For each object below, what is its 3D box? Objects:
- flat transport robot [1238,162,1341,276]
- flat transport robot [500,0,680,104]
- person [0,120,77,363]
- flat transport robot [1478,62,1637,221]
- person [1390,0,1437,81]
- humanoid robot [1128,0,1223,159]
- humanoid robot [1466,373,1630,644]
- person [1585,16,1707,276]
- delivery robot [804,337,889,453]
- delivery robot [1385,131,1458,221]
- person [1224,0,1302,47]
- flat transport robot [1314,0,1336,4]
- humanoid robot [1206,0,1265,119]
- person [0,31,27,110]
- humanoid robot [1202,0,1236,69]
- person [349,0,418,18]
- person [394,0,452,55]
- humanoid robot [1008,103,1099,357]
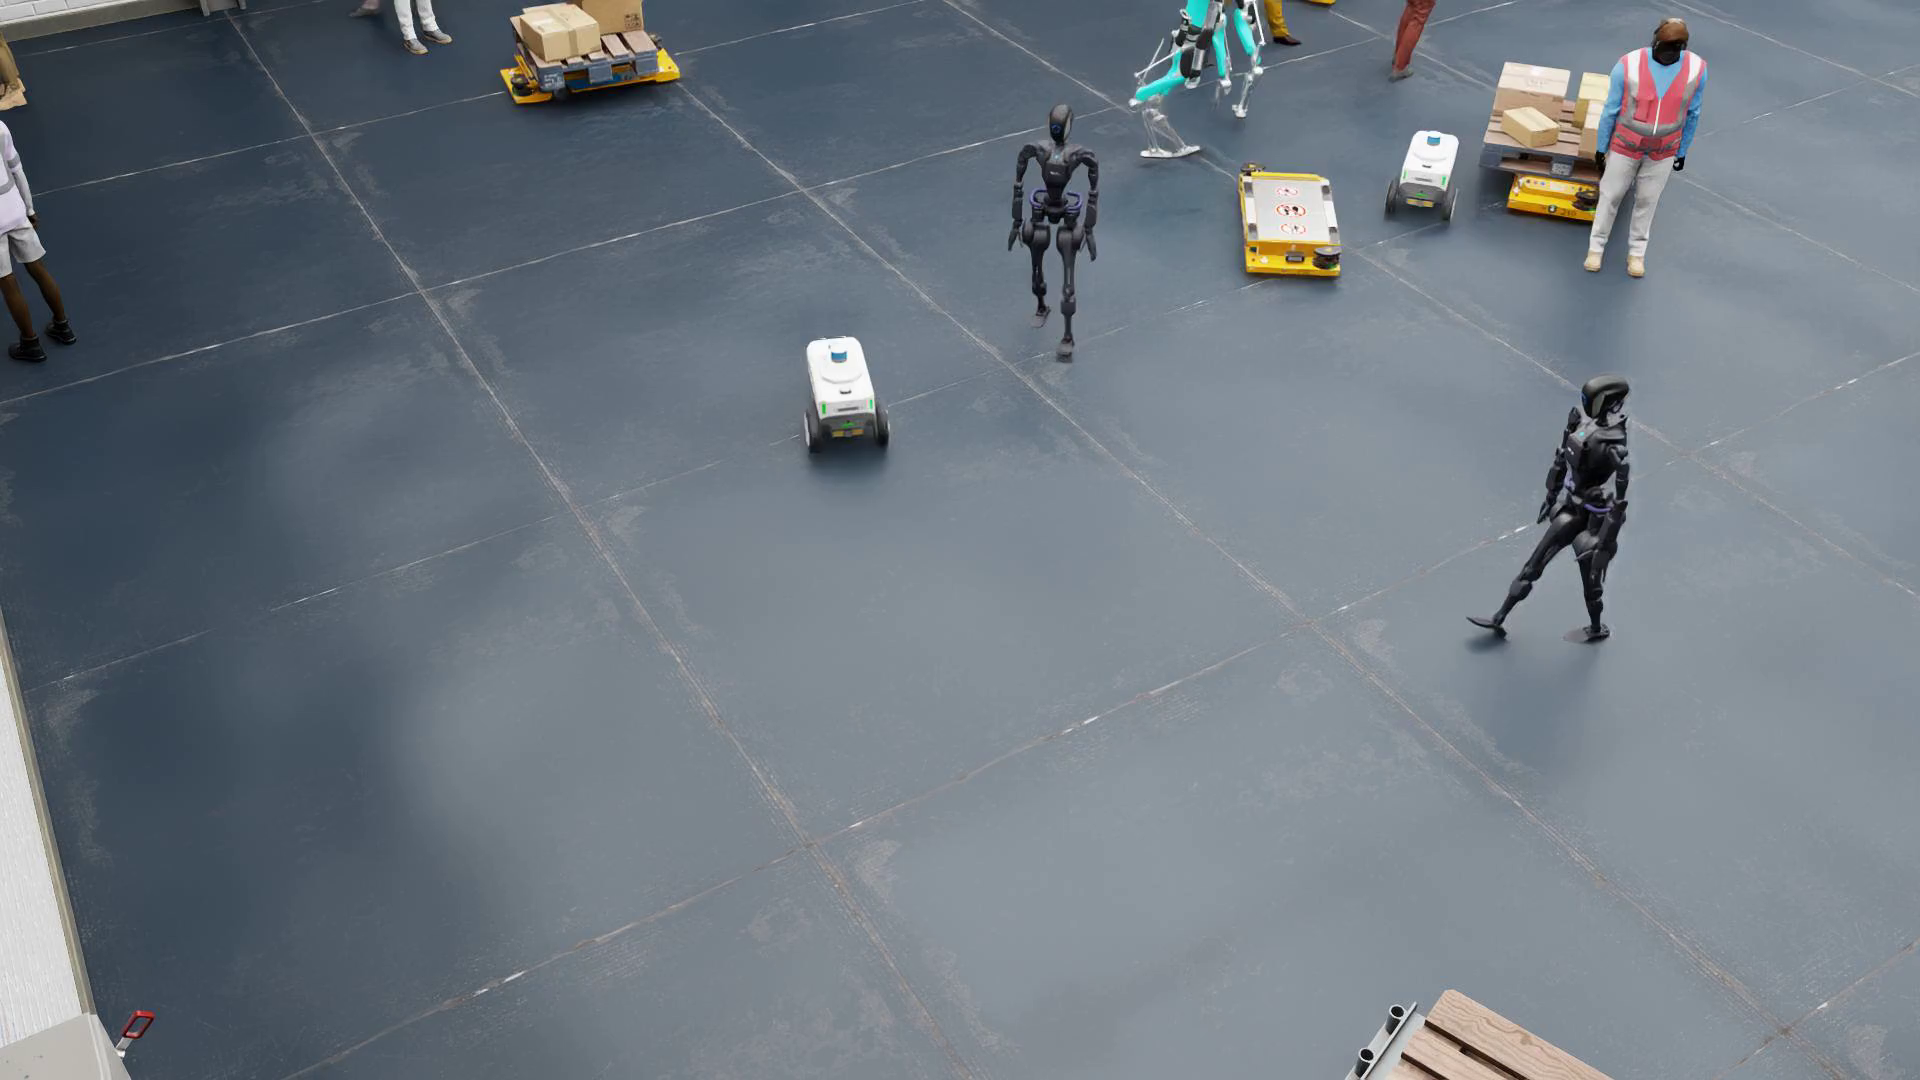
[{"bbox_3d":[2.421,-2.376,12.290,0.659,0.231,1.431,3,39,4],"label":"flat transport robot"},{"bbox_3d":[-3.224,-4.099,14.464,1.431,0.231,0.659,-15,41,-18],"label":"flat transport robot"},{"bbox_3d":[-6.111,-2.032,10.514,0.356,1.937,0.546,19,42,23],"label":"person"},{"bbox_3d":[4.693,-2.917,12.972,0.659,0.231,1.431,13,40,16],"label":"flat transport robot"},{"bbox_3d":[4.017,-4.851,14.133,0.682,1.853,0.535,-29,47,-32],"label":"person"},{"bbox_3d":[1.586,-3.681,12.755,0.838,1.749,0.543,-6,39,-8],"label":"humanoid robot"},{"bbox_3d":[3.082,-0.095,8.315,0.783,1.622,0.611,-9,39,-11],"label":"humanoid robot"},{"bbox_3d":[4.691,-2.702,11.448,0.633,1.832,0.430,7,39,9],"label":"person"},{"bbox_3d":[-0.727,-0.900,10.213,0.499,0.614,0.804,-7,39,-9],"label":"delivery robot"},{"bbox_3d":[3.538,-2.786,12.580,0.499,0.600,0.802,13,40,15],"label":"delivery robot"},{"bbox_3d":[2.612,-5.228,14.733,0.939,1.699,0.534,18,42,21],"label":"person"},{"bbox_3d":[3.655,-5.650,16.421,0.659,0.231,1.431,22,44,26],"label":"flat transport robot"},{"bbox_3d":[2.213,-4.108,13.329,0.563,1.820,0.768,-11,40,-13],"label":"humanoid robot"},{"bbox_3d":[-8.140,-4.465,13.725,0.366,1.762,0.522,-16,41,-20],"label":"person"},{"bbox_3d":[2.135,-4.896,14.343,0.589,1.640,0.402,21,43,24],"label":"humanoid robot"},{"bbox_3d":[-5.374,-5.646,15.173,0.652,1.814,0.584,-16,41,-19],"label":"person"},{"bbox_3d":[-4.878,-5.257,14.627,0.356,1.882,0.574,22,43,25],"label":"person"},{"bbox_3d":[0.596,-2.021,10.724,0.596,1.636,0.626,6,39,8],"label":"humanoid robot"}]
